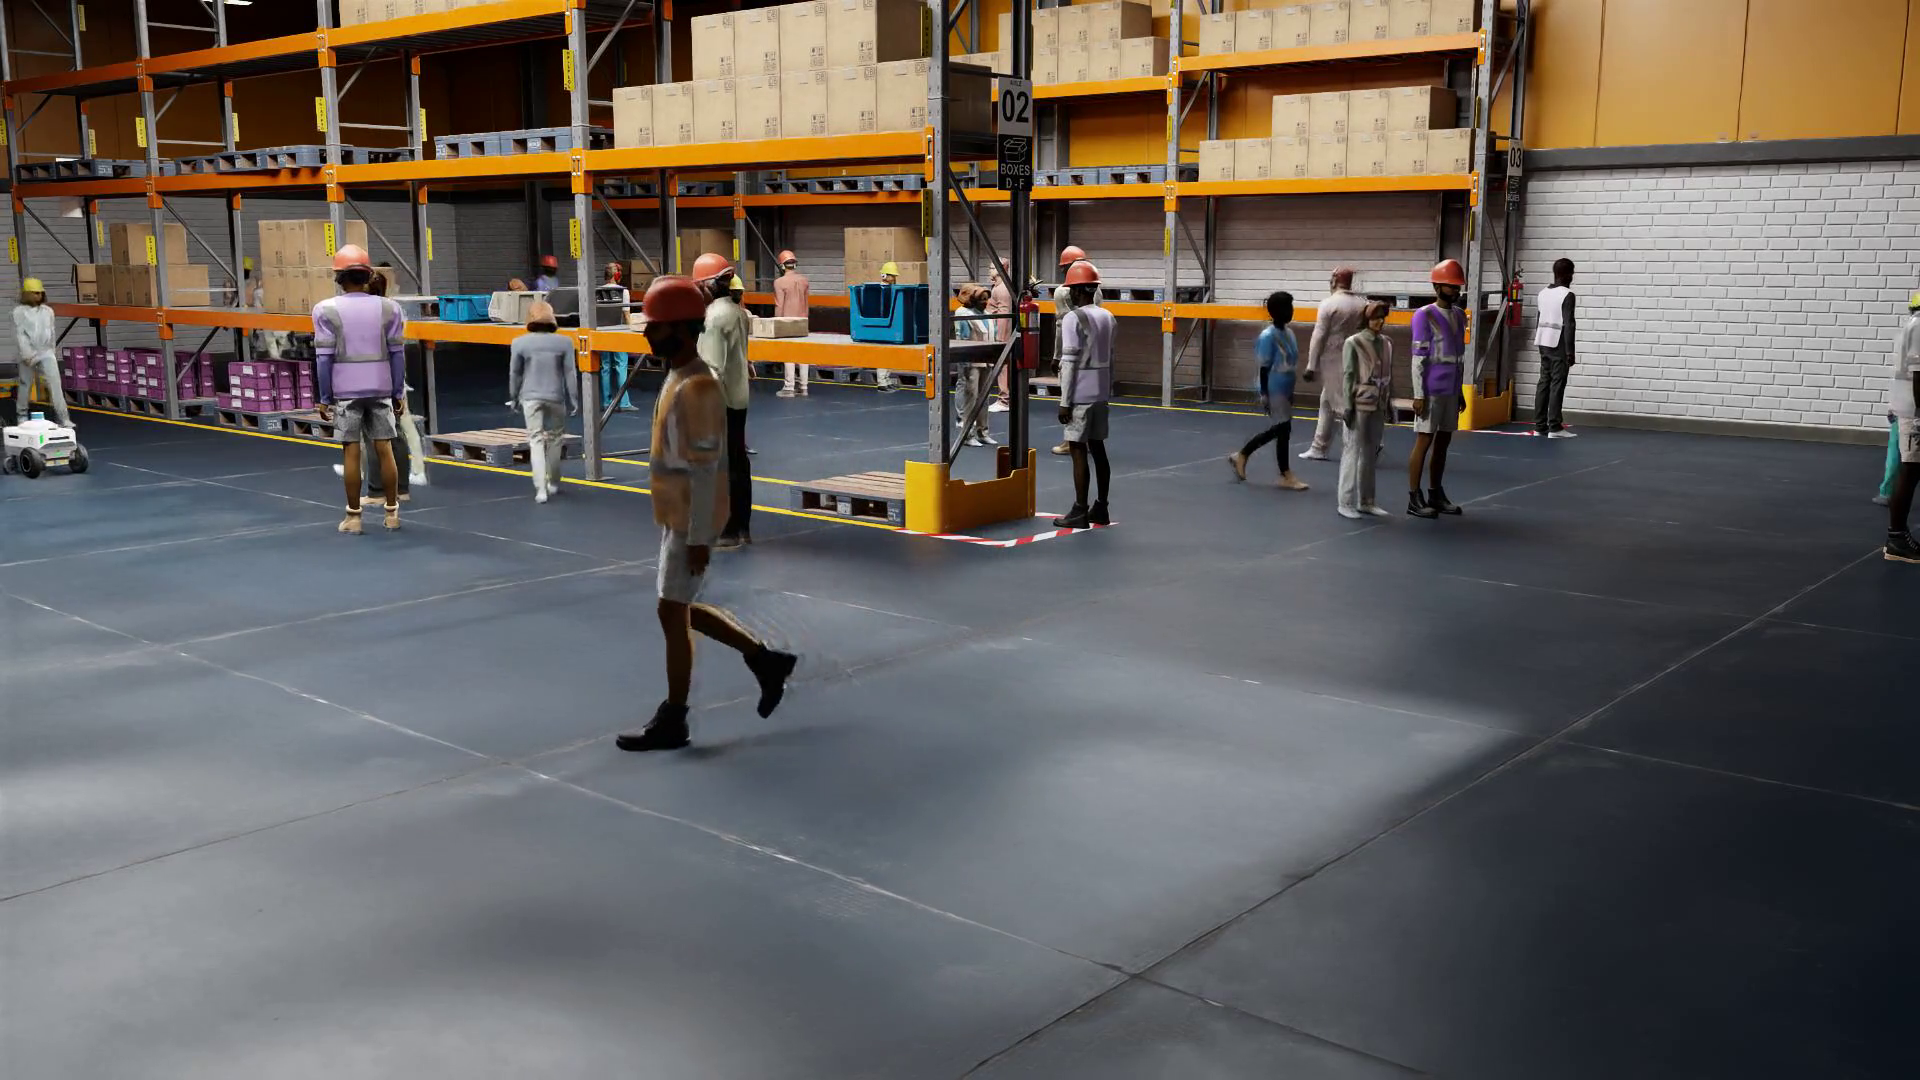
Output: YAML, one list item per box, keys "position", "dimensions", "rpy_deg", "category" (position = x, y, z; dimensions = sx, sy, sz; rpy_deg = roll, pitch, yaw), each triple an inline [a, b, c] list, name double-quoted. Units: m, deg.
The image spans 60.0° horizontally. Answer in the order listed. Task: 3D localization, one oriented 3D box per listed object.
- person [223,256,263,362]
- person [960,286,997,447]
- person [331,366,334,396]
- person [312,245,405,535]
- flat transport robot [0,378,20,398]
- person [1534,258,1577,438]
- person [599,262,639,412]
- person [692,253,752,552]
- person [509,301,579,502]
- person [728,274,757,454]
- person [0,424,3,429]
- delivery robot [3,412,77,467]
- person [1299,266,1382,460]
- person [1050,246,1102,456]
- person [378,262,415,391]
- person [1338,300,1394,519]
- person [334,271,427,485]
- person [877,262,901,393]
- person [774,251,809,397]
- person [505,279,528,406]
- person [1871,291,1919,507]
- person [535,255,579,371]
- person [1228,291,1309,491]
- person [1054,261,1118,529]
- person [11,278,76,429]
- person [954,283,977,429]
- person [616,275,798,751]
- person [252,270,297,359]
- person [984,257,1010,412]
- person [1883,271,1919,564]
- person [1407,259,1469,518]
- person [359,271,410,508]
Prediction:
- position: [-11.094, -3.446, 25.777]
  dimensions: [0.625, 1.905, 0.428]
  rpy_deg: [-6, 12, -30]
  category: "person"
- position: [0.185, -1.774, 17.038]
  dimensions: [0.313, 1.636, 0.526]
  rpy_deg: [8, 13, 38]
  category: "person"
- position: [-8.434, -2.928, 22.778]
  dimensions: [0.588, 1.927, 0.370]
  rpy_deg: [-8, 13, -37]
  category: "person"
- position: [-4.241, -1.052, 11.772]
  dimensions: [0.607, 2.042, 0.384]
  rpy_deg: [-6, 12, -33]
  category: "person"
- position: [-12.869, -2.108, 22.818]
  dimensions: [0.652, 0.197, 1.431]
  rpy_deg: [5, 11, 24]
  category: "flat transport robot"
- position: [6.367, -2.045, 17.781]
  dimensions: [0.392, 1.916, 0.592]
  rpy_deg: [-3, 10, -15]
  category: "person"
- position: [-4.278, -2.493, 20.532]
  dimensions: [0.564, 1.845, 0.390]
  rpy_deg: [5, 11, 27]
  category: "person"
- position: [-1.604, -0.914, 11.143]
  dimensions: [0.393, 1.985, 0.611]
  rpy_deg: [2, 10, 12]
  category: "person"
- position: [-3.355, -1.118, 13.409]
  dimensions: [0.533, 1.588, 0.709]
  rpy_deg: [-3, 10, -15]
  category: "person"
- position: [-2.211, -1.694, 16.199]
  dimensions: [0.302, 1.772, 0.525]
  rpy_deg: [9, 13, 42]
  category: "person"
- position: [-10.760, -1.972, 17.573]
  dimensions: [1.077, 1.865, 0.640]
  rpy_deg: [-3, 10, -17]
  category: "person"
- position: [-8.235, -0.902, 14.878]
  dimensions: [0.707, 0.478, 0.477]
  rpy_deg: [7, 12, 35]
  category: "delivery robot"
- position: [3.611, -1.631, 15.586]
  dimensions: [0.637, 1.863, 0.949]
  rpy_deg: [-9, 14, -42]
  category: "person"
- position: [1.109, -1.845, 16.283]
  dimensions: [0.614, 2.039, 0.390]
  rpy_deg: [-9, 14, -43]
  category: "person"
- position: [-8.160, -3.023, 23.585]
  dimensions: [0.668, 1.844, 0.547]
  rpy_deg: [6, 11, 29]
  category: "person"
- position: [3.060, -0.984, 12.531]
  dimensions: [0.522, 1.637, 0.311]
  rpy_deg: [-7, 12, -36]
  category: "person"
- position: [-4.988, -1.380, 14.260]
  dimensions: [0.948, 1.817, 0.571]
  rpy_deg: [4, 11, 23]
  category: "person"
- position: [-1.010, -2.984, 23.390]
  dimensions: [0.404, 1.824, 0.591]
  rpy_deg: [2, 10, 13]
  category: "person"
- position: [-2.318, -2.944, 22.706]
  dimensions: [0.401, 1.984, 0.612]
  rpy_deg: [9, 13, 42]
  category: "person"
- position: [-5.646, -2.530, 21.345]
  dimensions: [0.501, 1.633, 0.289]
  rpy_deg: [6, 12, 33]
  category: "person"
- position: [7.408, -1.057, 12.719]
  dimensions: [0.563, 1.720, 0.852]
  rpy_deg: [-1, 10, -6]
  category: "person"
- position: [-6.598, -3.664, 27.030]
  dimensions: [0.814, 1.898, 0.570]
  rpy_deg: [5, 11, 26]
  category: "person"
- position: [2.611, -1.263, 14.012]
  dimensions: [0.719, 1.670, 0.536]
  rpy_deg: [6, 12, 31]
  category: "person"
- position: [0.894, -1.048, 12.075]
  dimensions: [0.383, 1.932, 0.541]
  rpy_deg: [8, 13, 40]
  category: "person"
- position: [-10.318, -2.073, 18.574]
  dimensions: [0.918, 1.693, 0.496]
  rpy_deg: [6, 12, 31]
  category: "person"
- position: [0.103, -2.067, 18.708]
  dimensions: [0.284, 1.633, 0.497]
  rpy_deg: [5, 11, 25]
  category: "person"
- position: [-1.039, -0.103, 6.713]
  dimensions: [0.694, 1.920, 0.556]
  rpy_deg: [-3, 10, -18]
  category: "person"
- position: [-8.766, -2.620, 21.291]
  dimensions: [0.909, 1.841, 0.526]
  rpy_deg: [9, 13, 41]
  category: "person"
- position: [0.484, -2.539, 20.620]
  dimensions: [0.408, 1.908, 0.643]
  rpy_deg: [1, 10, 3]
  category: "person"
- position: [6.238, -0.839, 10.769]
  dimensions: [0.361, 1.963, 0.613]
  rpy_deg: [6, 12, 30]
  category: "person"
- position: [3.633, -1.134, 12.532]
  dimensions: [0.552, 1.935, 0.369]
  rpy_deg: [-7, 12, -35]
  category: "person"
- position: [-4.562, -1.174, 13.022]
  dimensions: [0.326, 1.843, 0.516]
  rpy_deg: [6, 12, 33]
  category: "person"
